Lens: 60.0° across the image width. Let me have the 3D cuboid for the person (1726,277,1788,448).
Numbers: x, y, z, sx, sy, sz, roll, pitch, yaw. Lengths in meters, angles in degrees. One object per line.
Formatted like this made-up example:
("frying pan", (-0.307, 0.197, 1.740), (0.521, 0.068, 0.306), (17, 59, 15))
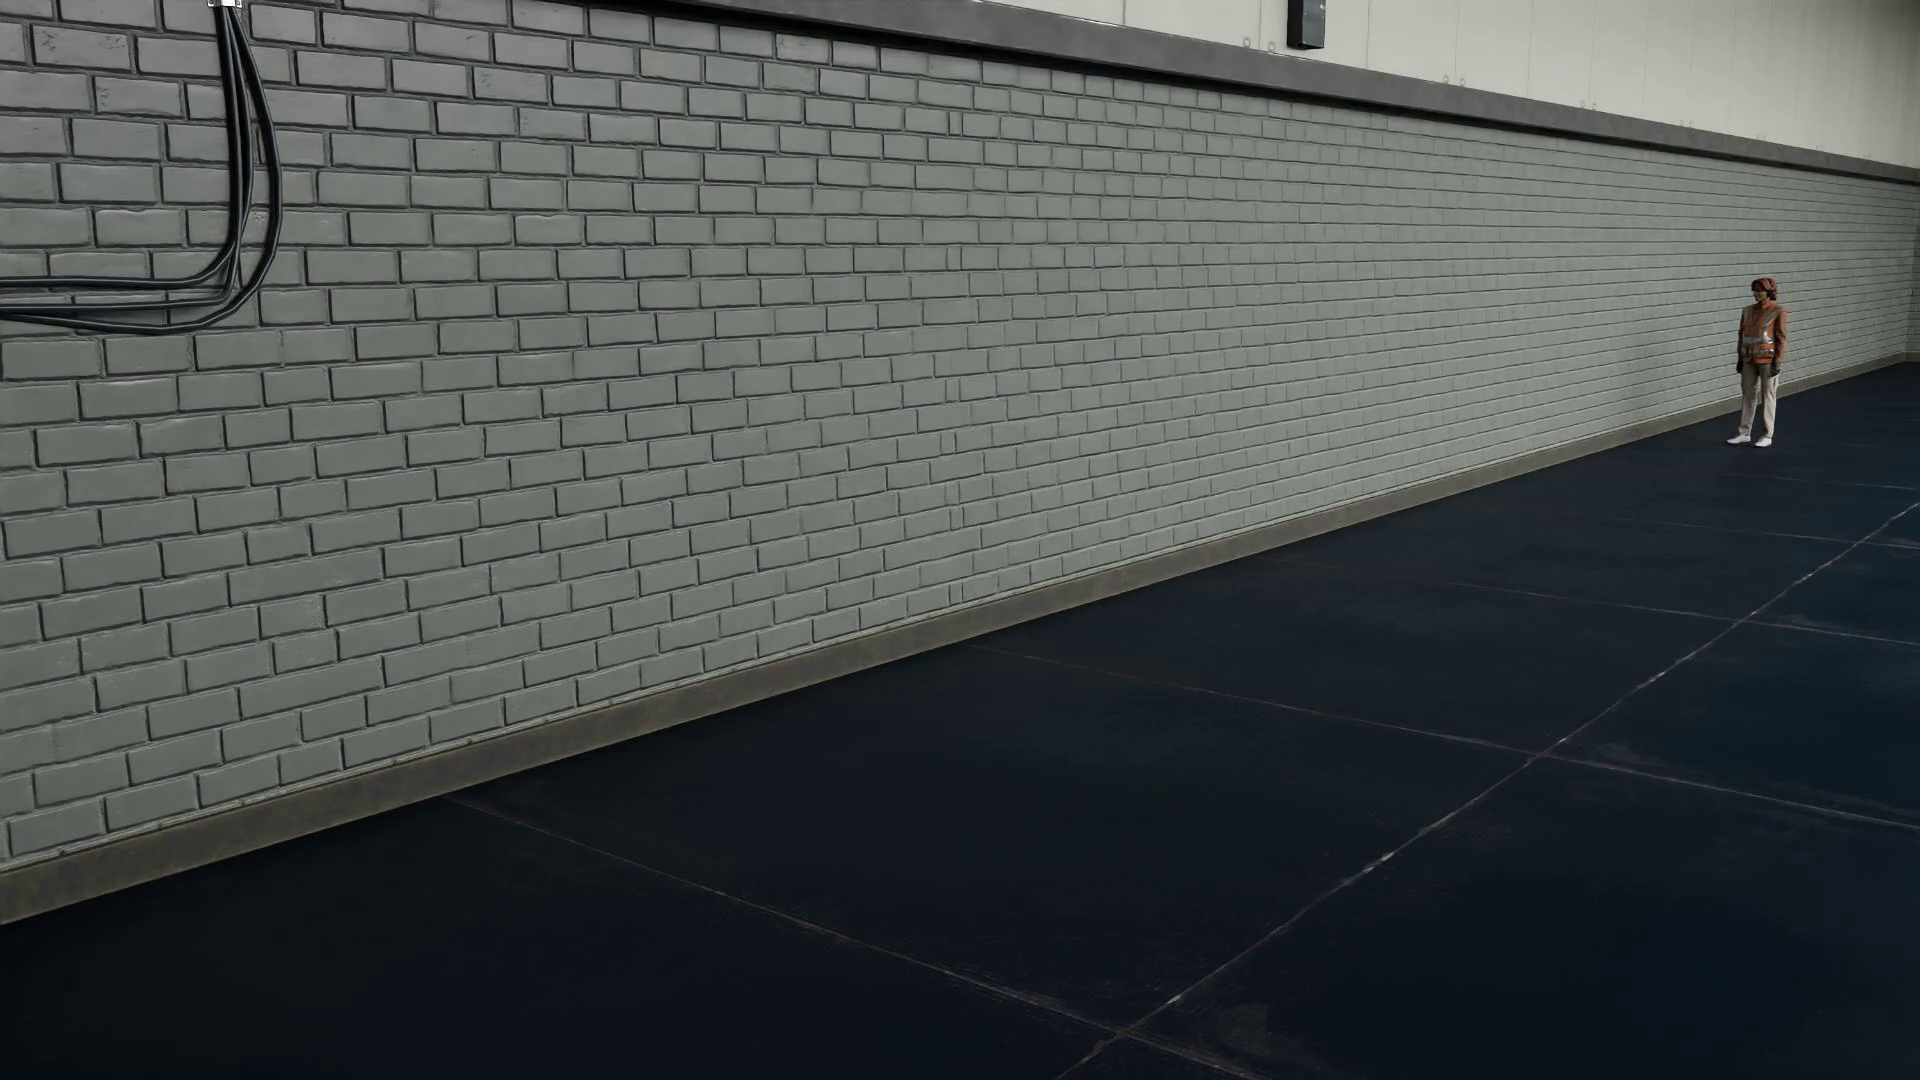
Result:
("person", (7.793, -1.728, 16.197), (0.315, 1.641, 0.514), (-5, 11, -24))
